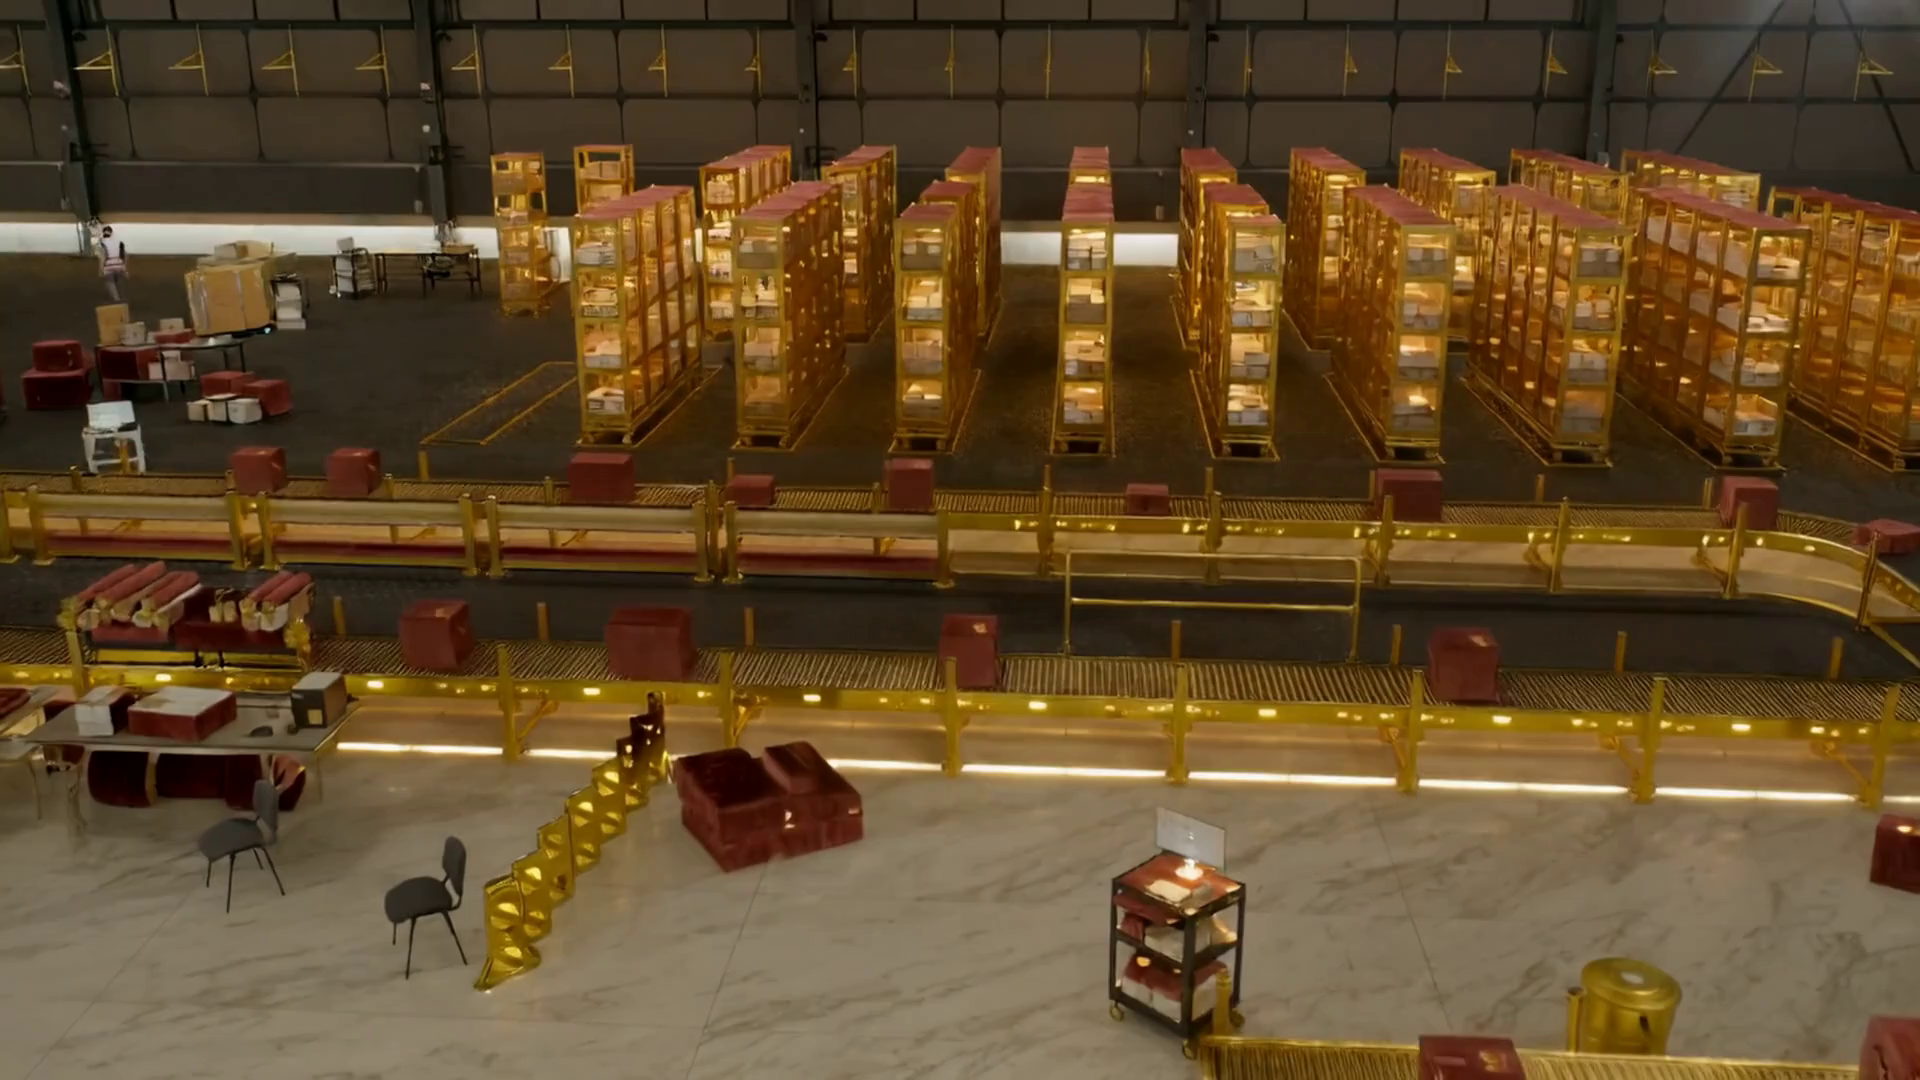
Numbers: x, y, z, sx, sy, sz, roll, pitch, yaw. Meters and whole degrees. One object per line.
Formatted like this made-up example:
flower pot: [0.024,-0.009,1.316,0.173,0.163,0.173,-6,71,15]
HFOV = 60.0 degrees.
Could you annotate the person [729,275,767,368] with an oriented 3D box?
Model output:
person: [-3.927,-4.212,31.748,1.016,1.949,0.602,-6,18,-17]

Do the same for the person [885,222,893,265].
person: [-1.931,-7.420,42.094,0.564,1.838,0.388,-15,23,-40]

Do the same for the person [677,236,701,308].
person: [-6.275,-6.237,38.370,0.586,1.822,0.404,16,24,42]

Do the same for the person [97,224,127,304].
person: [-19.590,-6.330,38.470,0.440,1.933,0.645,16,23,41]
